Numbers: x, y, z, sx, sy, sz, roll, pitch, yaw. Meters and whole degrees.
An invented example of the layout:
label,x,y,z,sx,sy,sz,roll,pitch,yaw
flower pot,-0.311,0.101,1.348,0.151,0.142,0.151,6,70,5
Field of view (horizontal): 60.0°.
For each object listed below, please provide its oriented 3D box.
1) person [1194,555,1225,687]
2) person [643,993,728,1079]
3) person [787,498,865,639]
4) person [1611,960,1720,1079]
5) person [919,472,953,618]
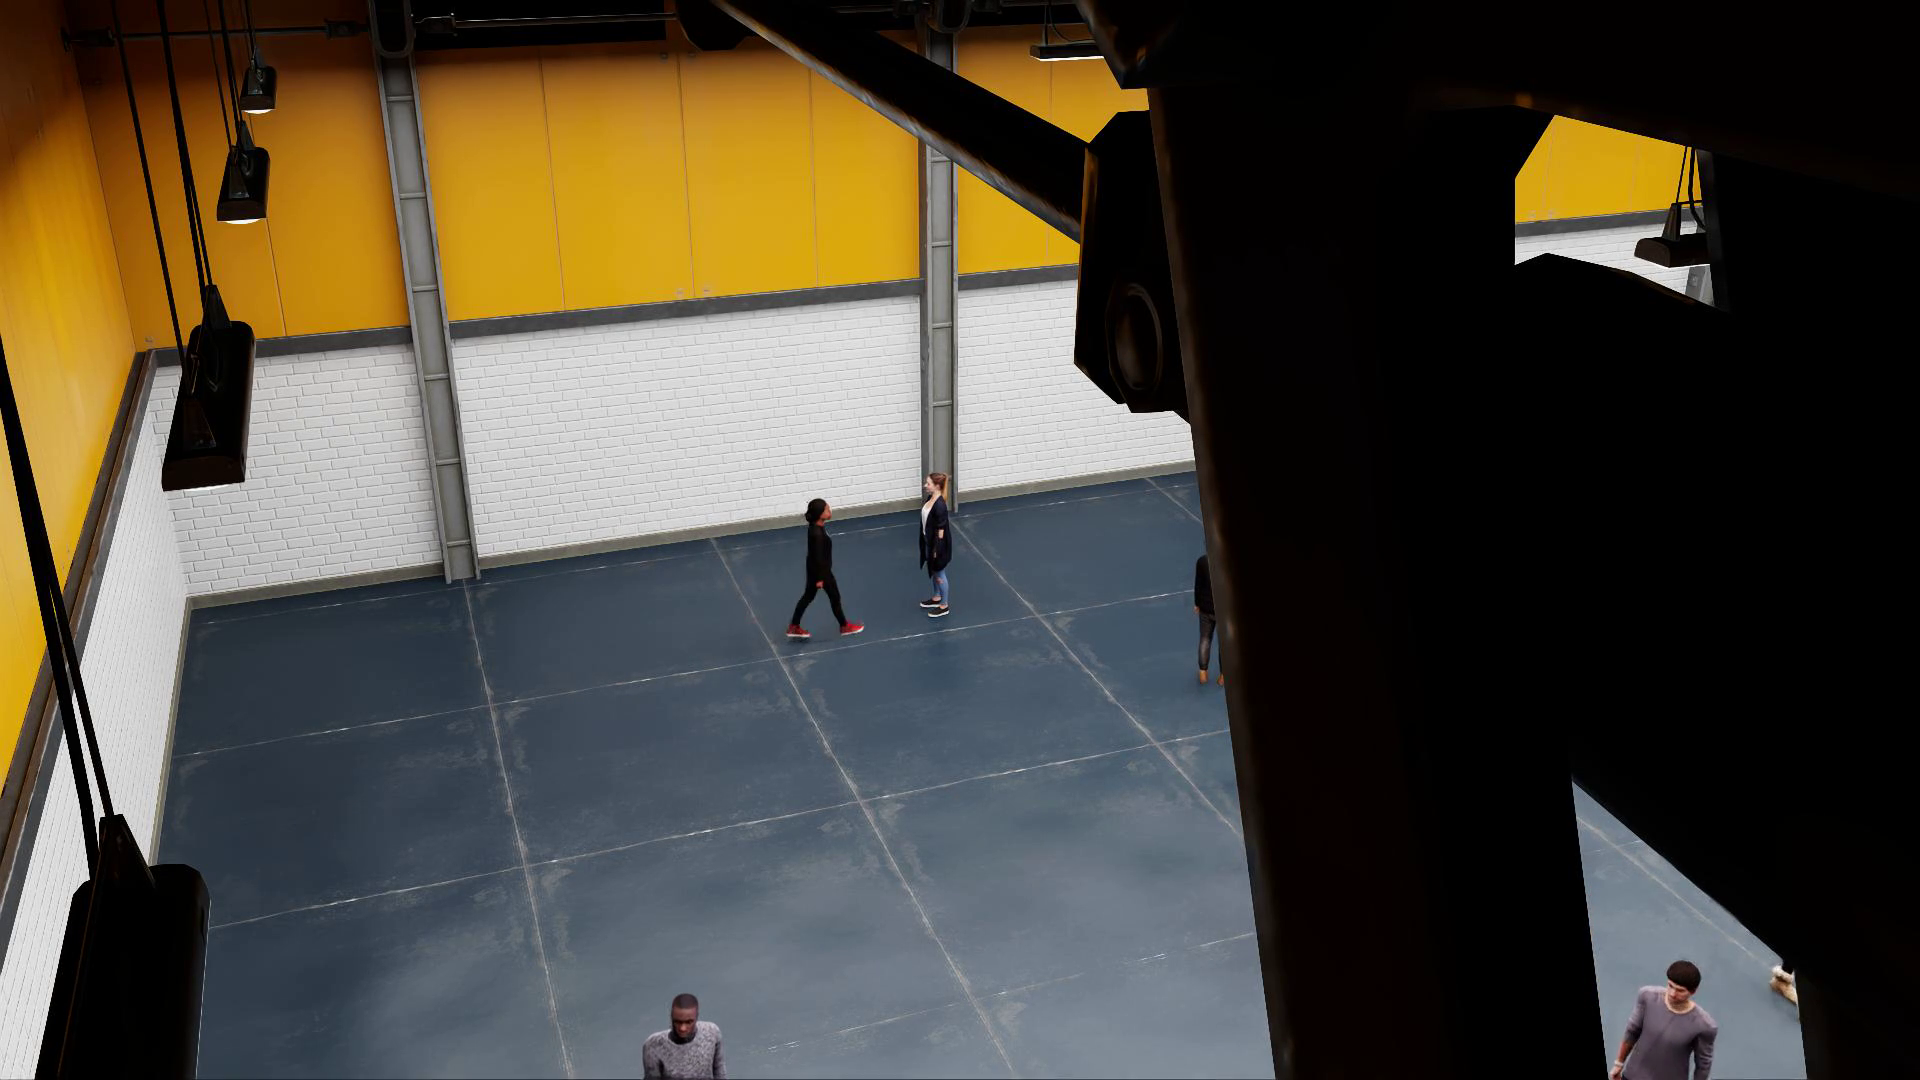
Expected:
label,x,y,z,sx,sy,sz,roll,pitch,yaw
person,2.634,0.670,17.003,0.715,1.723,0.775,10,26,22
person,-1.684,3.548,10.277,0.542,1.837,0.781,-13,27,-27
person,-1.591,0.340,17.863,1.065,1.640,0.620,-7,25,-15
person,4.462,3.406,10.603,0.870,1.837,0.985,22,32,40
person,-0.260,0.035,18.505,0.548,1.684,0.630,-7,25,-16
